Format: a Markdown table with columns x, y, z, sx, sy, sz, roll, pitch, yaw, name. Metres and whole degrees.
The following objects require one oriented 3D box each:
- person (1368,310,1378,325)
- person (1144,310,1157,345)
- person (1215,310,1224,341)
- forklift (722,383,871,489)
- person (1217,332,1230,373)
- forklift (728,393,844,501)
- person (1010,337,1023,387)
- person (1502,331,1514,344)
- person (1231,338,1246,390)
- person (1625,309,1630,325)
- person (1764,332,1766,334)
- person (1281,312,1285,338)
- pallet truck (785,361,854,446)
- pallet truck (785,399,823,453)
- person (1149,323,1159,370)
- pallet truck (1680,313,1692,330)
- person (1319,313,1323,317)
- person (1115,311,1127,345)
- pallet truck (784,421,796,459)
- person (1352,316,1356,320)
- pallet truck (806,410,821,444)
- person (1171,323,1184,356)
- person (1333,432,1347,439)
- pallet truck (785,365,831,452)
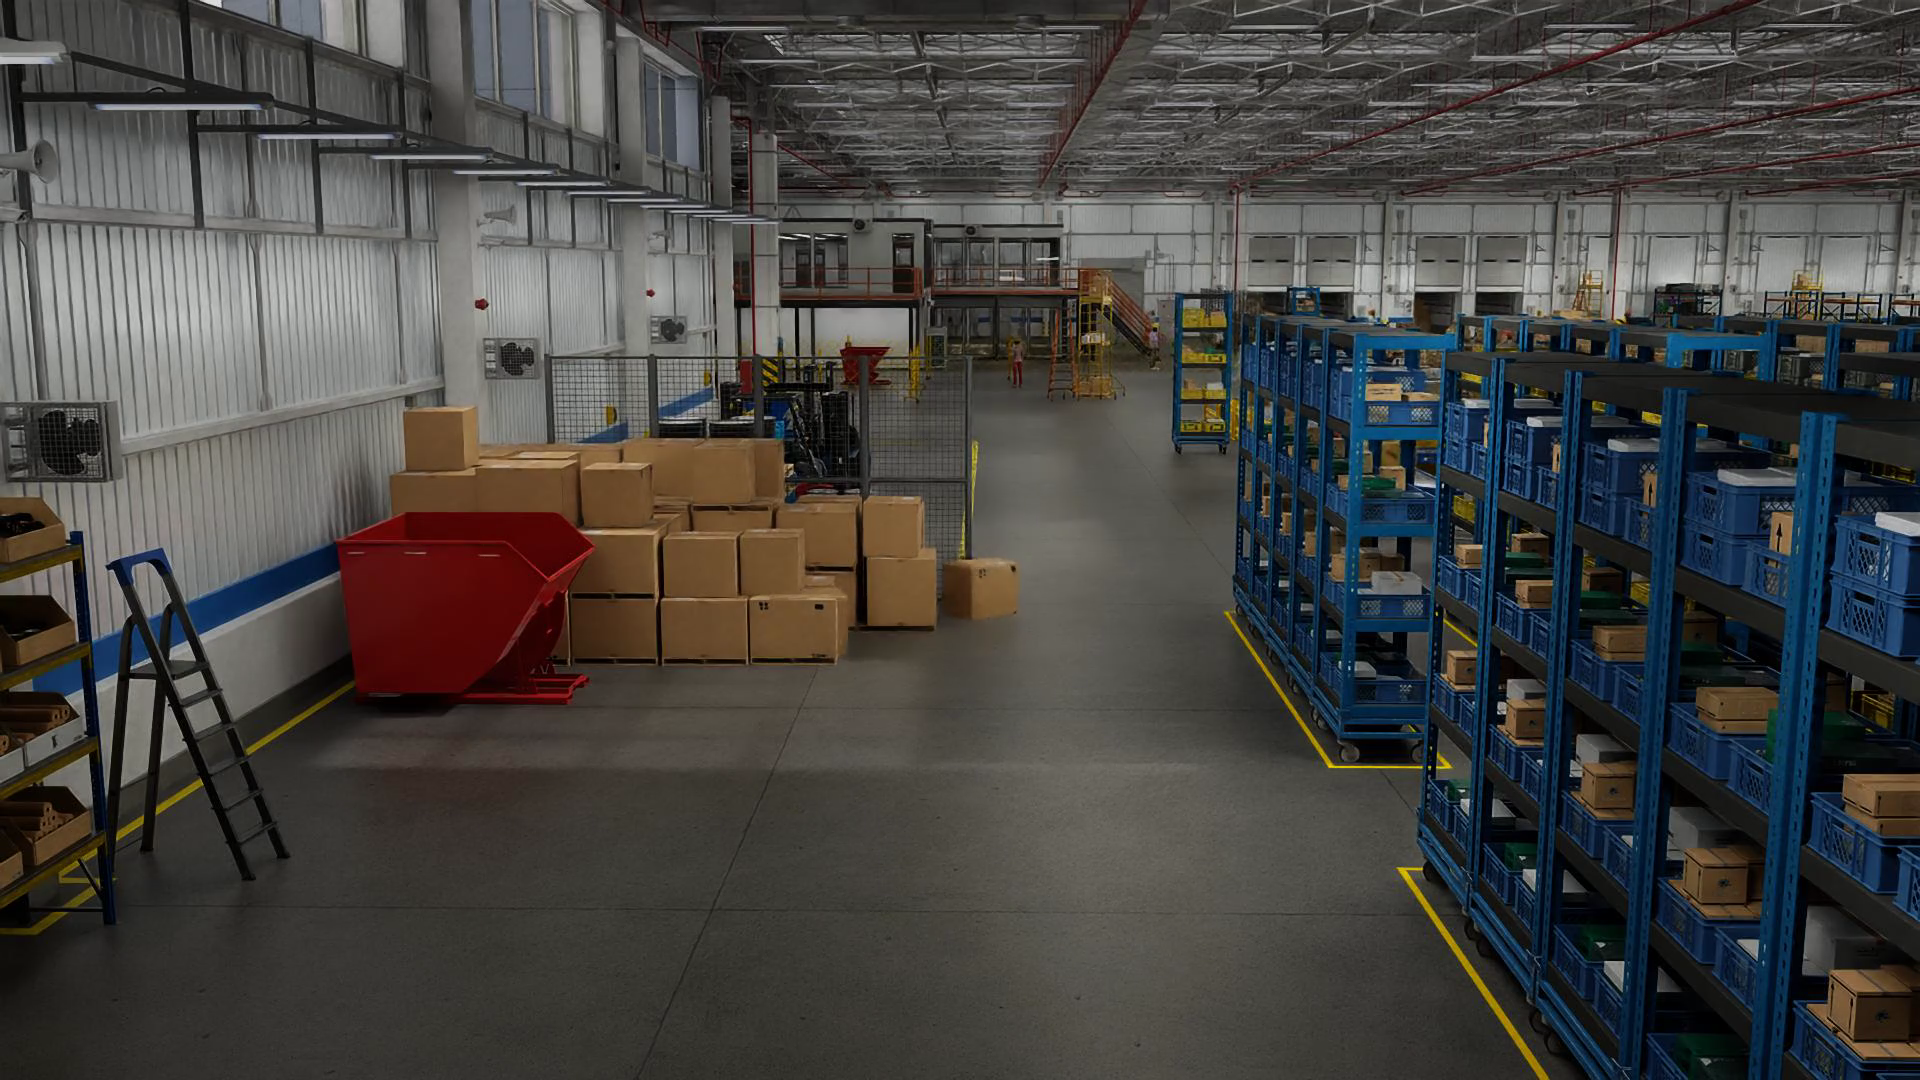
| x | y | z | sx | sy | sz | roll | pitch | yaw | name |
| --- | --- | --- | --- | --- | --- | --- | --- | --- | --- |
| 23.605 | -12.187 | 94.828 | 0.681 | 1.873 | 0.927 | -8 | 12 | -41 | person |
| 10.492 | -11.657 | 91.393 | 0.665 | 1.943 | 1.004 | 8 | 12 | 41 | person |
| 15.346 | -12.583 | 97.223 | 0.926 | 1.884 | 0.616 | 1 | 9 | 8 | person |
| -2.893 | -1.687 | 28.729 | 2.680 | 1.987 | 1.157 | 0 | 9 | -1 | forklift |
| 10.615 | -7.753 | 66.974 | 0.537 | 2.000 | 0.698 | 2 | 9 | 11 | person |
| -2.979 | -1.316 | 26.476 | 2.680 | 1.987 | 1.157 | 0 | 9 | 1 | forklift |
| 1.999 | -6.269 | 58.667 | 0.525 | 1.769 | 0.313 | -6 | 11 | -32 | person |
| 20.214 | -6.795 | 61.457 | 0.621 | 1.913 | 0.547 | -6 | 11 | -34 | person |
| 9.697 | -6.094 | 57.281 | 0.618 | 1.866 | 0.582 | 1 | 9 | 3 | person |
| 37.114 | -11.845 | 92.504 | 0.614 | 1.958 | 0.976 | -6 | 11 | -34 | person |
| 39.066 | -9.810 | 80.276 | 0.429 | 1.844 | 0.625 | 1 | 9 | 8 | person |
| 17.822 | -11.675 | 91.826 | 0.662 | 1.823 | 0.507 | -6 | 11 | -32 | person |
| -3.410 | -3.193 | 38.978 | 1.885 | 1.965 | 0.823 | 0 | 9 | -1 | pallet truck |
| -3.814 | -2.432 | 36.419 | 1.630 | 1.274 | 0.653 | 0 | 9 | 1 | pallet truck |
| 8.076 | -8.033 | 69.046 | 0.368 | 1.925 | 0.594 | 7 | 12 | 37 | person |
| 36.315 | -10.531 | 84.244 | 0.823 | 1.965 | 1.885 | -6 | 11 | -33 | pallet truck |
| 19.756 | -11.533 | 91.164 | 0.523 | 1.760 | 0.327 | -4 | 10 | -24 | person |
| 8.866 | -11.669 | 91.517 | 0.621 | 1.924 | 0.831 | -4 | 10 | -26 | person |
| -4.013 | -1.793 | 32.705 | 1.601 | 1.201 | 0.680 | 0 | 9 | 1 | pallet truck |
| 20.998 | -11.080 | 88.653 | 0.546 | 1.649 | 0.852 | -1 | 9 | -6 | person |
| -3.559 | -2.018 | 33.905 | 1.522 | 1.261 | 0.704 | 0 | 9 | -1 | pallet truck |
| 10.383 | -9.665 | 79.291 | 0.654 | 1.885 | 1.036 | -4 | 10 | -21 | person |
| 5.137 | -0.518 | 22.624 | 0.633 | 1.995 | 0.582 | 7 | 11 | 36 | person |
| -3.774 | -2.976 | 37.635 | 1.885 | 1.965 | 0.823 | 1 | 9 | 5 | pallet truck |
